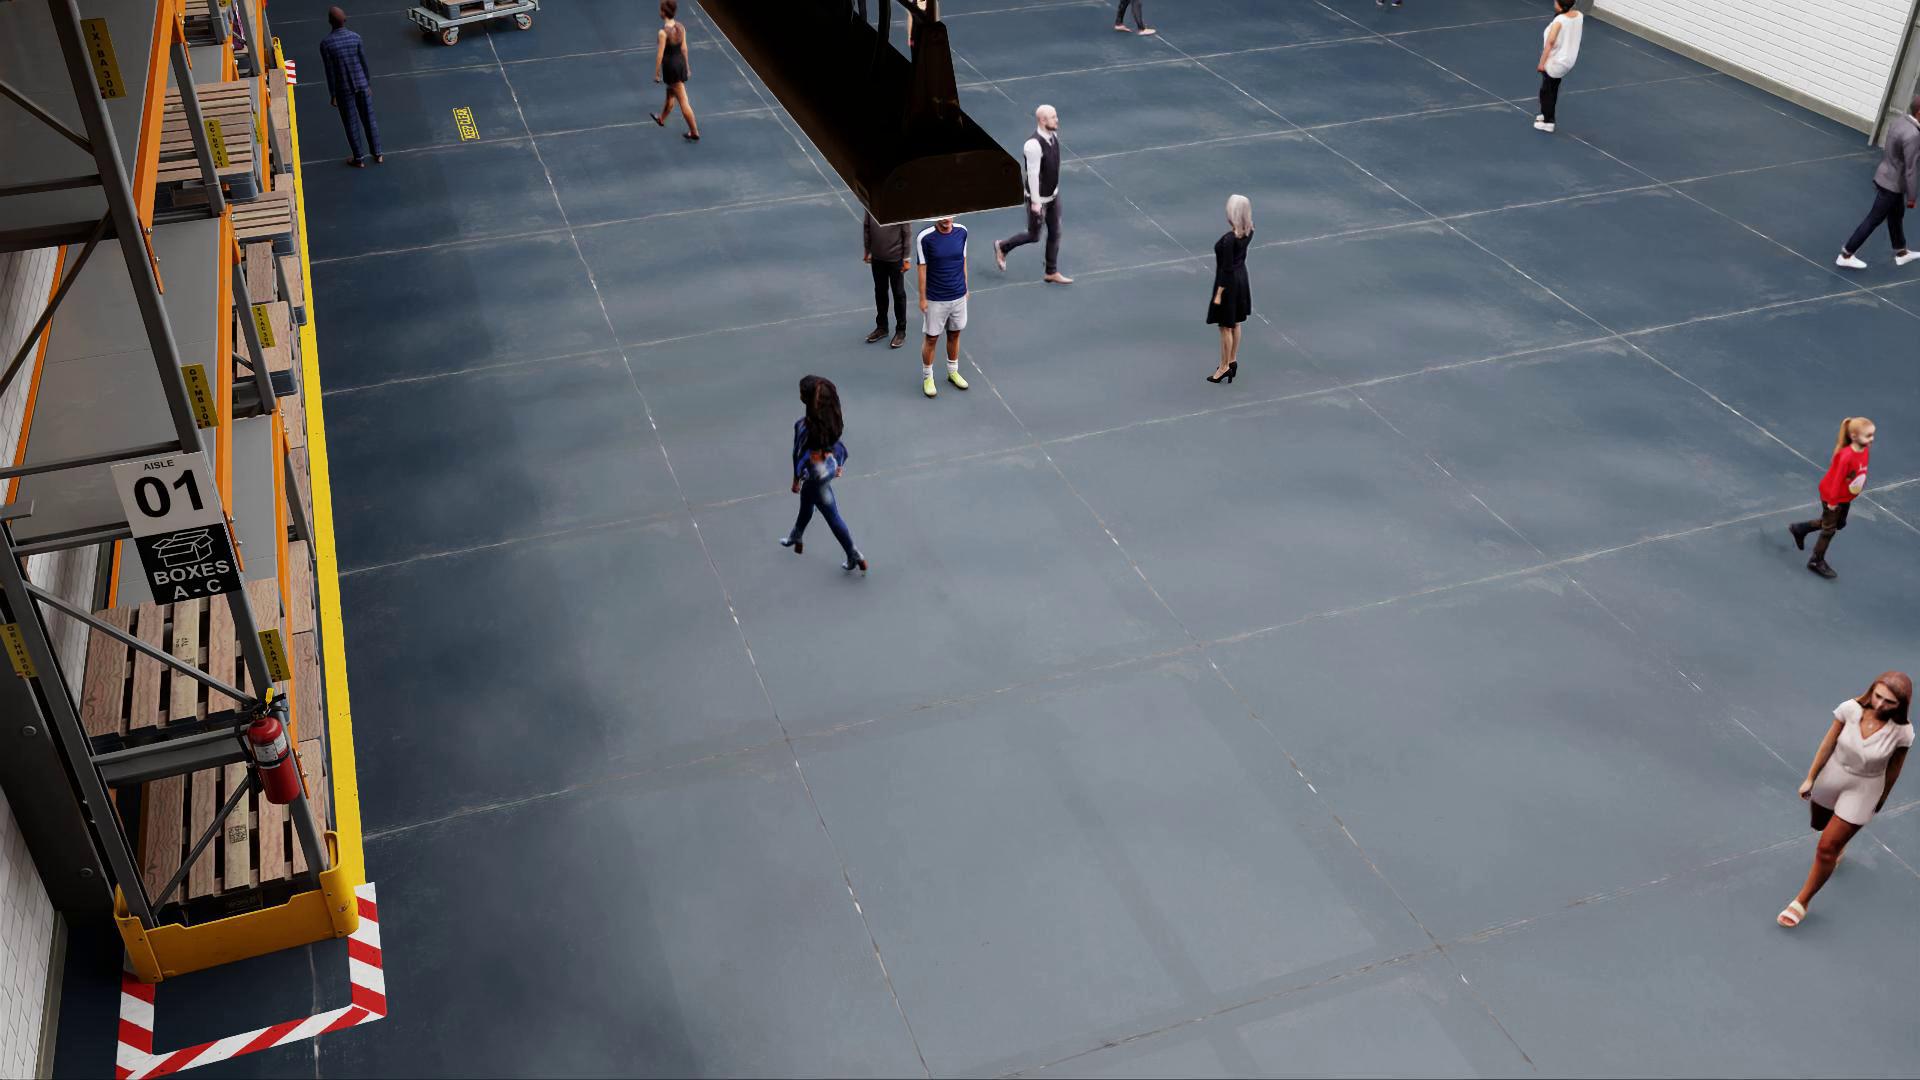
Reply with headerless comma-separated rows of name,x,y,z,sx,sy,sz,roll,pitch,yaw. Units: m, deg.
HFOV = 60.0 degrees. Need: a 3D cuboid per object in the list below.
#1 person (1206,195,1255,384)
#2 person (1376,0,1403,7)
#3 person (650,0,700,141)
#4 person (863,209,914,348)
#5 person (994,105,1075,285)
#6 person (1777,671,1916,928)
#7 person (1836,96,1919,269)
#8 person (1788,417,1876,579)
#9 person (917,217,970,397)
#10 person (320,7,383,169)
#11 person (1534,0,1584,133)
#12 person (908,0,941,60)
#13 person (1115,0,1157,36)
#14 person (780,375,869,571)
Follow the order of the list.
person,2.368,-2.206,14.613,0.745,1.746,0.705,20,38,27
person,6.419,-8.796,24.502,0.686,1.773,0.709,10,35,14
person,-3.322,-5.537,19.725,1.125,1.634,0.983,20,38,27
person,-0.644,-2.632,15.234,0.768,1.768,0.689,-6,34,-8
person,0.730,-3.363,16.304,1.175,1.801,1.085,16,37,23
person,5.002,1.362,9.316,0.899,1.668,1.087,-26,42,-33
person,9.192,-3.532,16.578,1.165,1.779,1.144,9,35,14
person,6.420,-0.351,12.248,0.608,1.275,0.763,-23,40,-31
person,-0.140,-2.148,14.443,0.662,1.838,0.589,-16,37,-23
person,-6.968,-5.190,19.036,0.741,1.819,0.730,-26,41,-33
person,7.232,-5.748,20.005,0.751,1.675,0.752,-24,40,-31
person,-0.450,-6.379,21.073,0.639,1.545,0.673,0,34,0
person,2.333,-7.984,23.344,1.020,1.705,0.956,15,36,21
person,-0.965,-0.443,12.112,1.101,1.579,1.019,17,37,24
